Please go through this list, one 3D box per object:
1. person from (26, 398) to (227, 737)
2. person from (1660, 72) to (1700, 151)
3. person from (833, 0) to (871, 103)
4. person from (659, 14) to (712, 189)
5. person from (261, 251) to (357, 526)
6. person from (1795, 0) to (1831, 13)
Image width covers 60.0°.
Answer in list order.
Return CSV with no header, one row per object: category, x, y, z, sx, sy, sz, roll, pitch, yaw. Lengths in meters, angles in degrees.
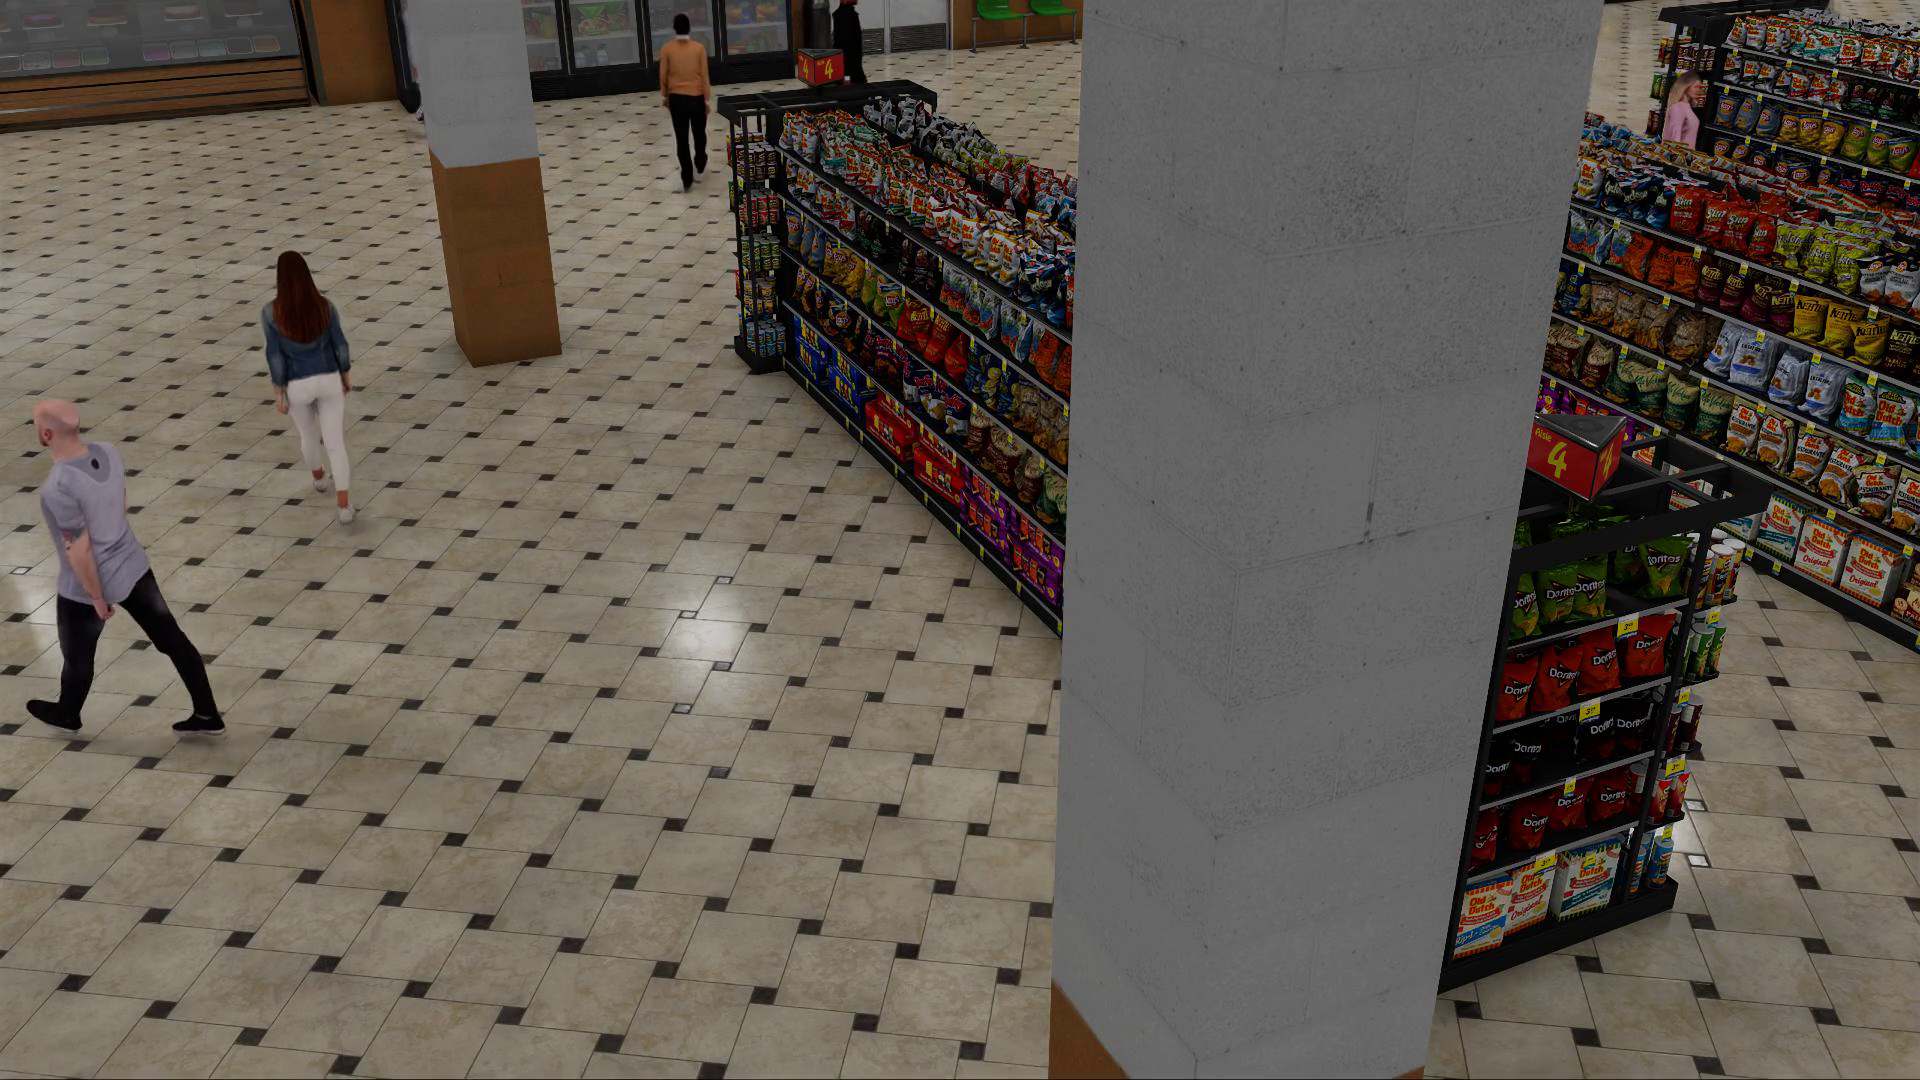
person,-3.944,0.206,7.865,1.223,1.780,1.236,7,28,13
person,6.413,-3.377,15.031,0.721,1.688,0.685,13,30,25
person,-1.323,-5.157,18.309,0.853,1.899,0.691,-5,27,-10
person,-2.840,-4.506,17.235,0.940,1.708,1.232,-2,27,-4
person,-3.922,-0.877,10.139,0.666,1.654,1.124,-10,29,-19
person,11.272,-6.971,22.146,1.048,1.663,1.081,11,29,21
